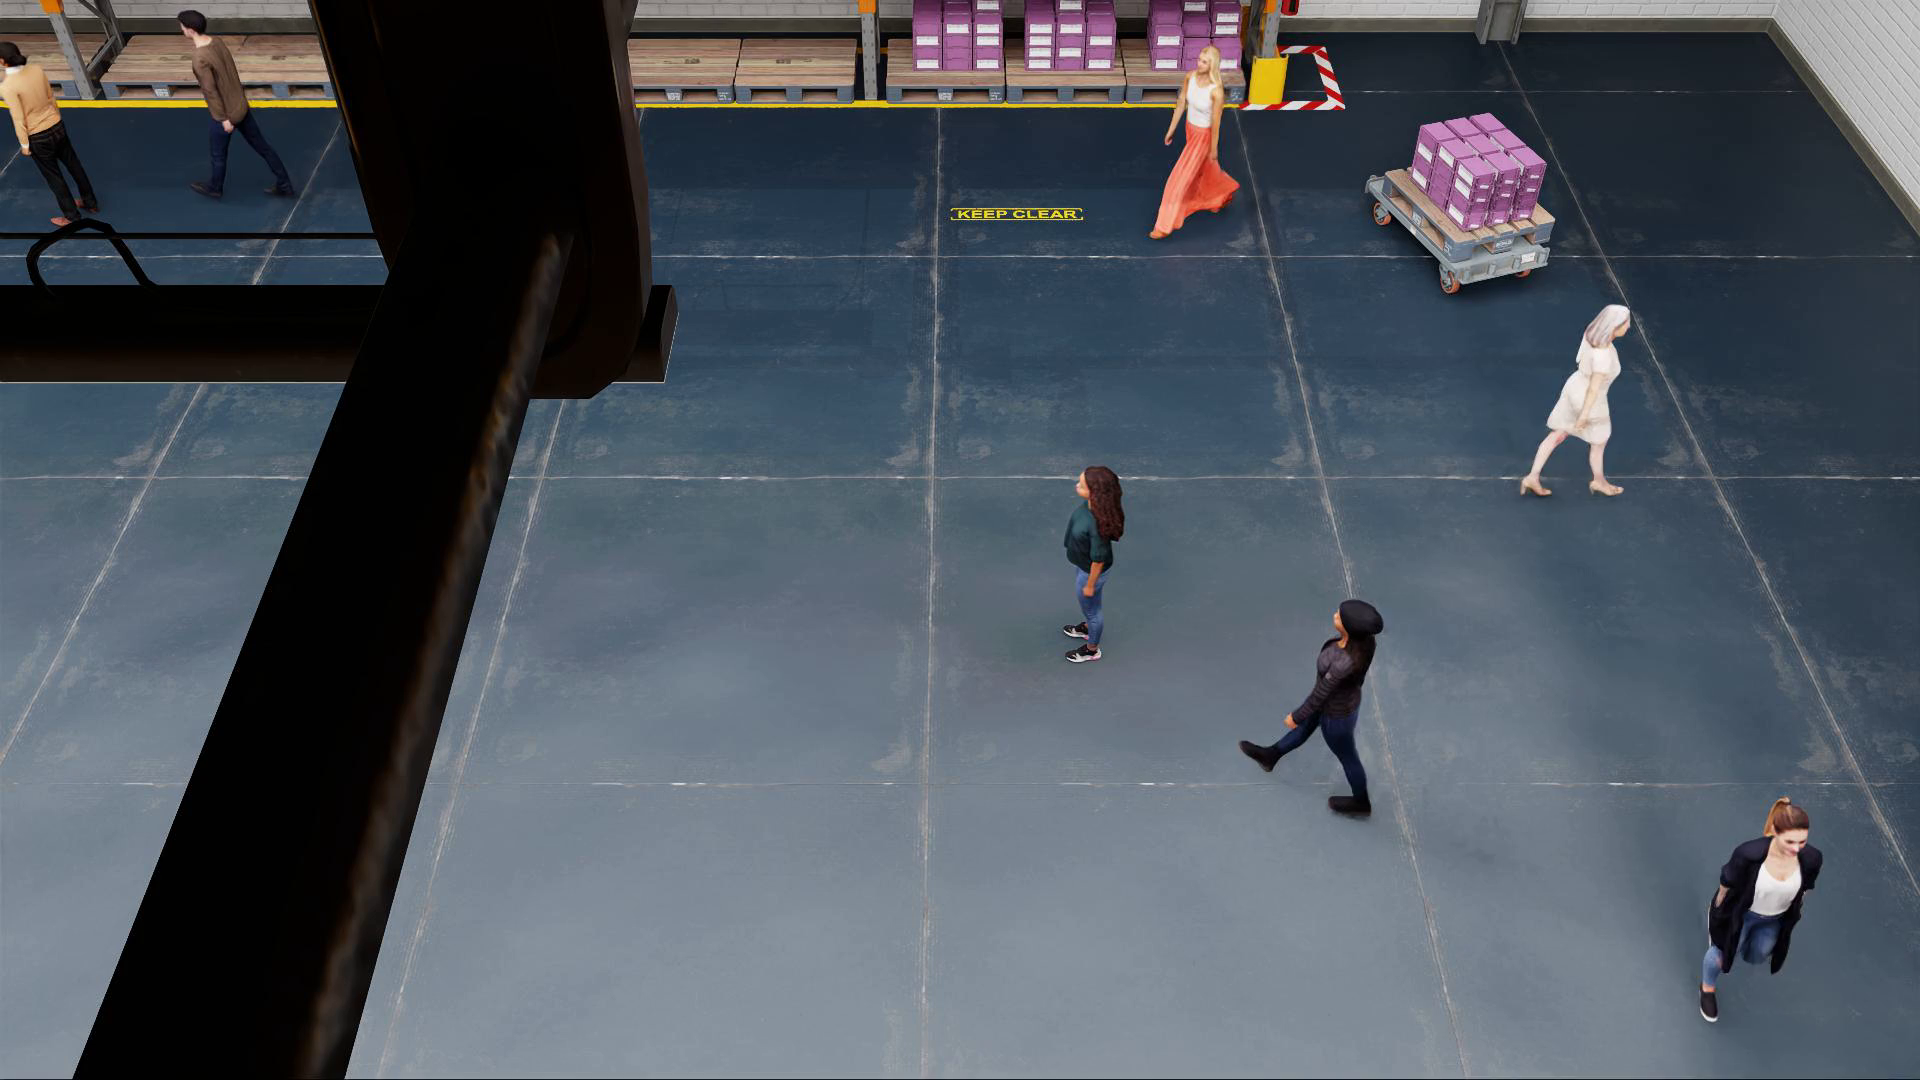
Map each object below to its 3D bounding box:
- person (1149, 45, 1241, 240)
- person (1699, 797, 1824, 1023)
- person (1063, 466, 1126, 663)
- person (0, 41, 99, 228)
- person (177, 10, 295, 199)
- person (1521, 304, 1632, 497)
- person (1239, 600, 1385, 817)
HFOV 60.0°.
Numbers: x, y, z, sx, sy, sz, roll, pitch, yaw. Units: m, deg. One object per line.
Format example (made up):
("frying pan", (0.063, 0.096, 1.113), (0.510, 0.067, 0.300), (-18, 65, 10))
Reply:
("person", (2.179, -3.555, 14.722), (1.307, 1.760, 1.029), (-21, 47, -20))
("person", (4.281, 1.934, 9.022), (0.776, 1.674, 0.766), (6, 44, 6))
("person", (0.871, 0.152, 10.934), (0.580, 1.617, 0.589), (1, 44, 1))
("person", (-8.147, -3.617, 14.791), (0.701, 1.754, 0.730), (13, 45, 14))
("person", (-6.504, -3.868, 14.998), (1.153, 1.832, 0.731), (3, 44, 4))
("person", (4.408, -0.968, 12.044), (0.960, 1.708, 0.613), (1, 44, 1))
("person", (2.336, 1.062, 9.916), (1.227, 1.704, 0.961), (18, 47, 18))
